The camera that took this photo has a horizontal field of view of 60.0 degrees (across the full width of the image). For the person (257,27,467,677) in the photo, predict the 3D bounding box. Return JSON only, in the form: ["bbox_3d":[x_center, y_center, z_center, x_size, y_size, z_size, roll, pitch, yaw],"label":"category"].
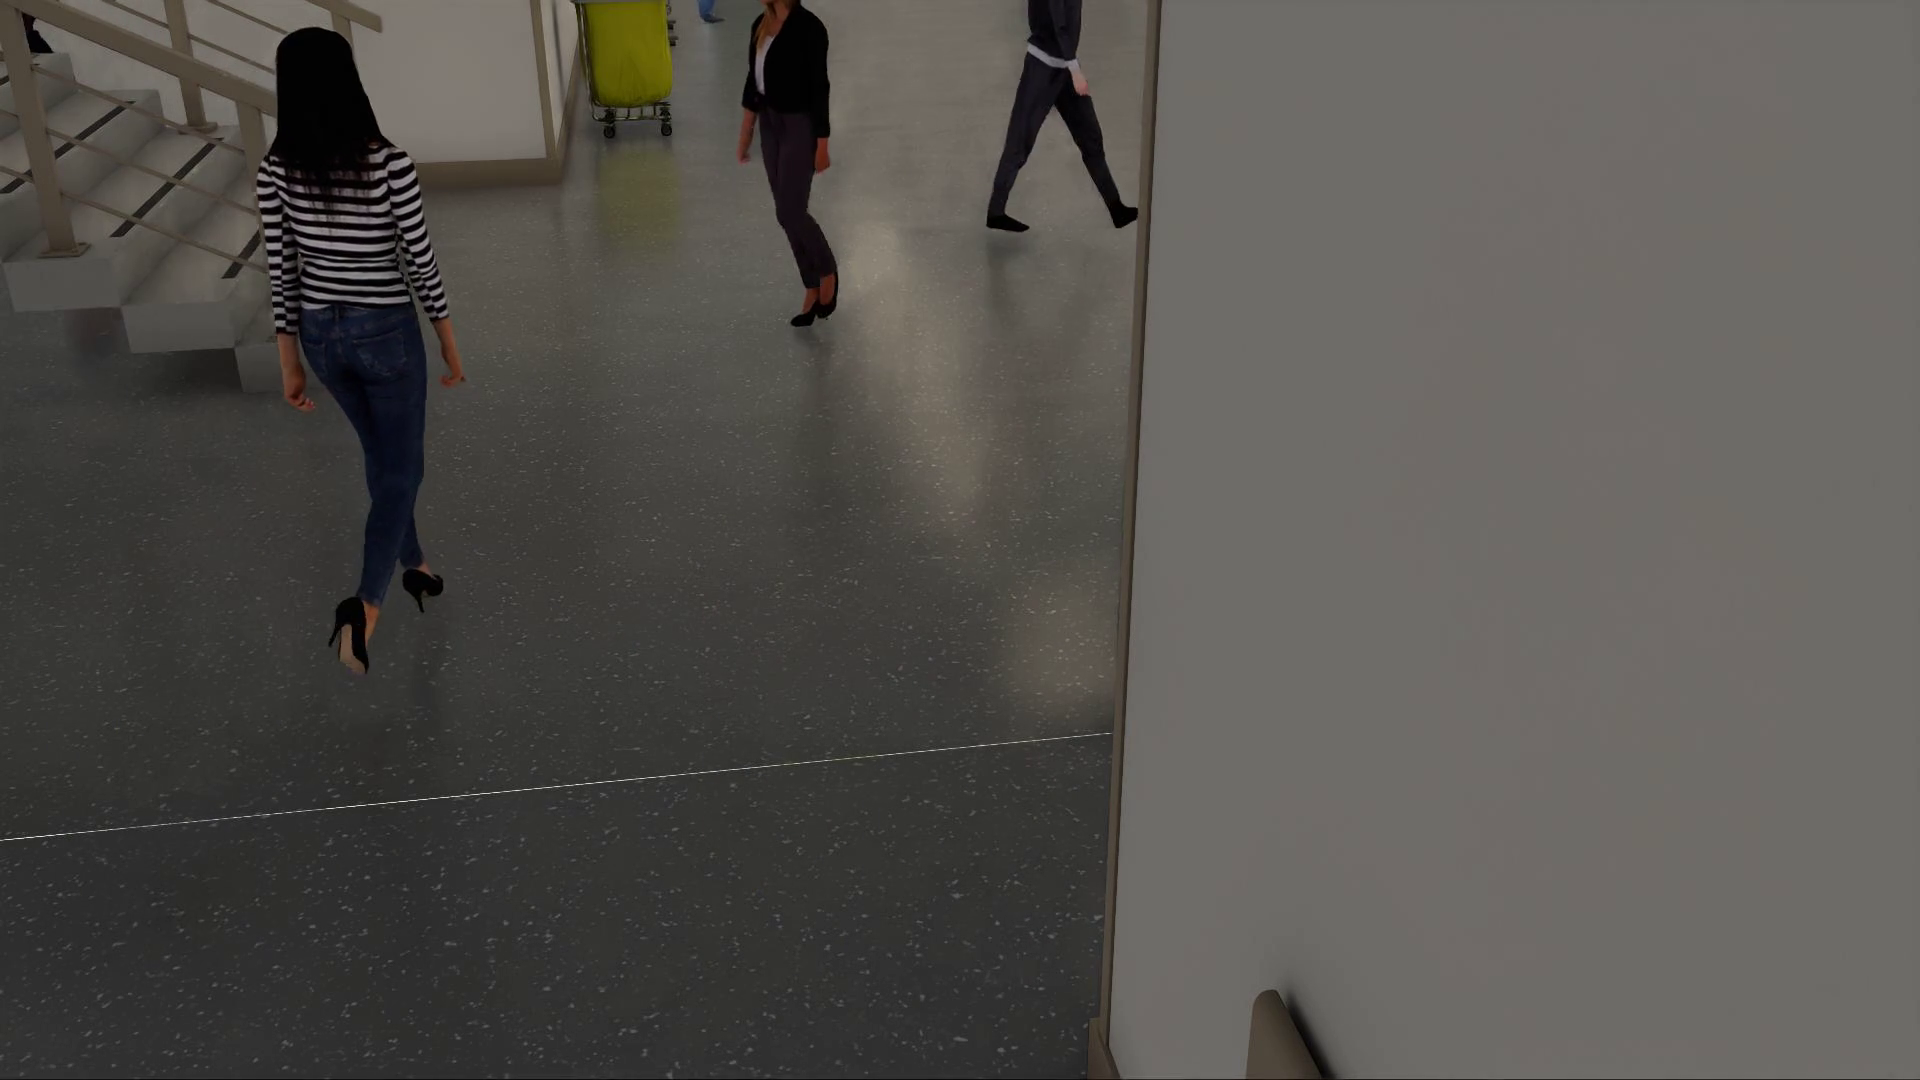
[{"bbox_3d":[-1.657,-0.446,4.571,1.082,1.760,0.814,1,26,1],"label":"person"}]

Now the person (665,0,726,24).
[{"bbox_3d":[-2.594,-5.793,15.576,1.083,1.848,1.071,21,33,37],"label":"person"}]

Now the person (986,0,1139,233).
[{"bbox_3d":[0.386,-2.410,8.705,1.219,1.724,0.893,6,26,12],"label":"person"}]

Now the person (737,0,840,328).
[{"bbox_3d":[-0.684,-1.780,7.478,0.704,1.655,0.734,22,34,38],"label":"person"}]
